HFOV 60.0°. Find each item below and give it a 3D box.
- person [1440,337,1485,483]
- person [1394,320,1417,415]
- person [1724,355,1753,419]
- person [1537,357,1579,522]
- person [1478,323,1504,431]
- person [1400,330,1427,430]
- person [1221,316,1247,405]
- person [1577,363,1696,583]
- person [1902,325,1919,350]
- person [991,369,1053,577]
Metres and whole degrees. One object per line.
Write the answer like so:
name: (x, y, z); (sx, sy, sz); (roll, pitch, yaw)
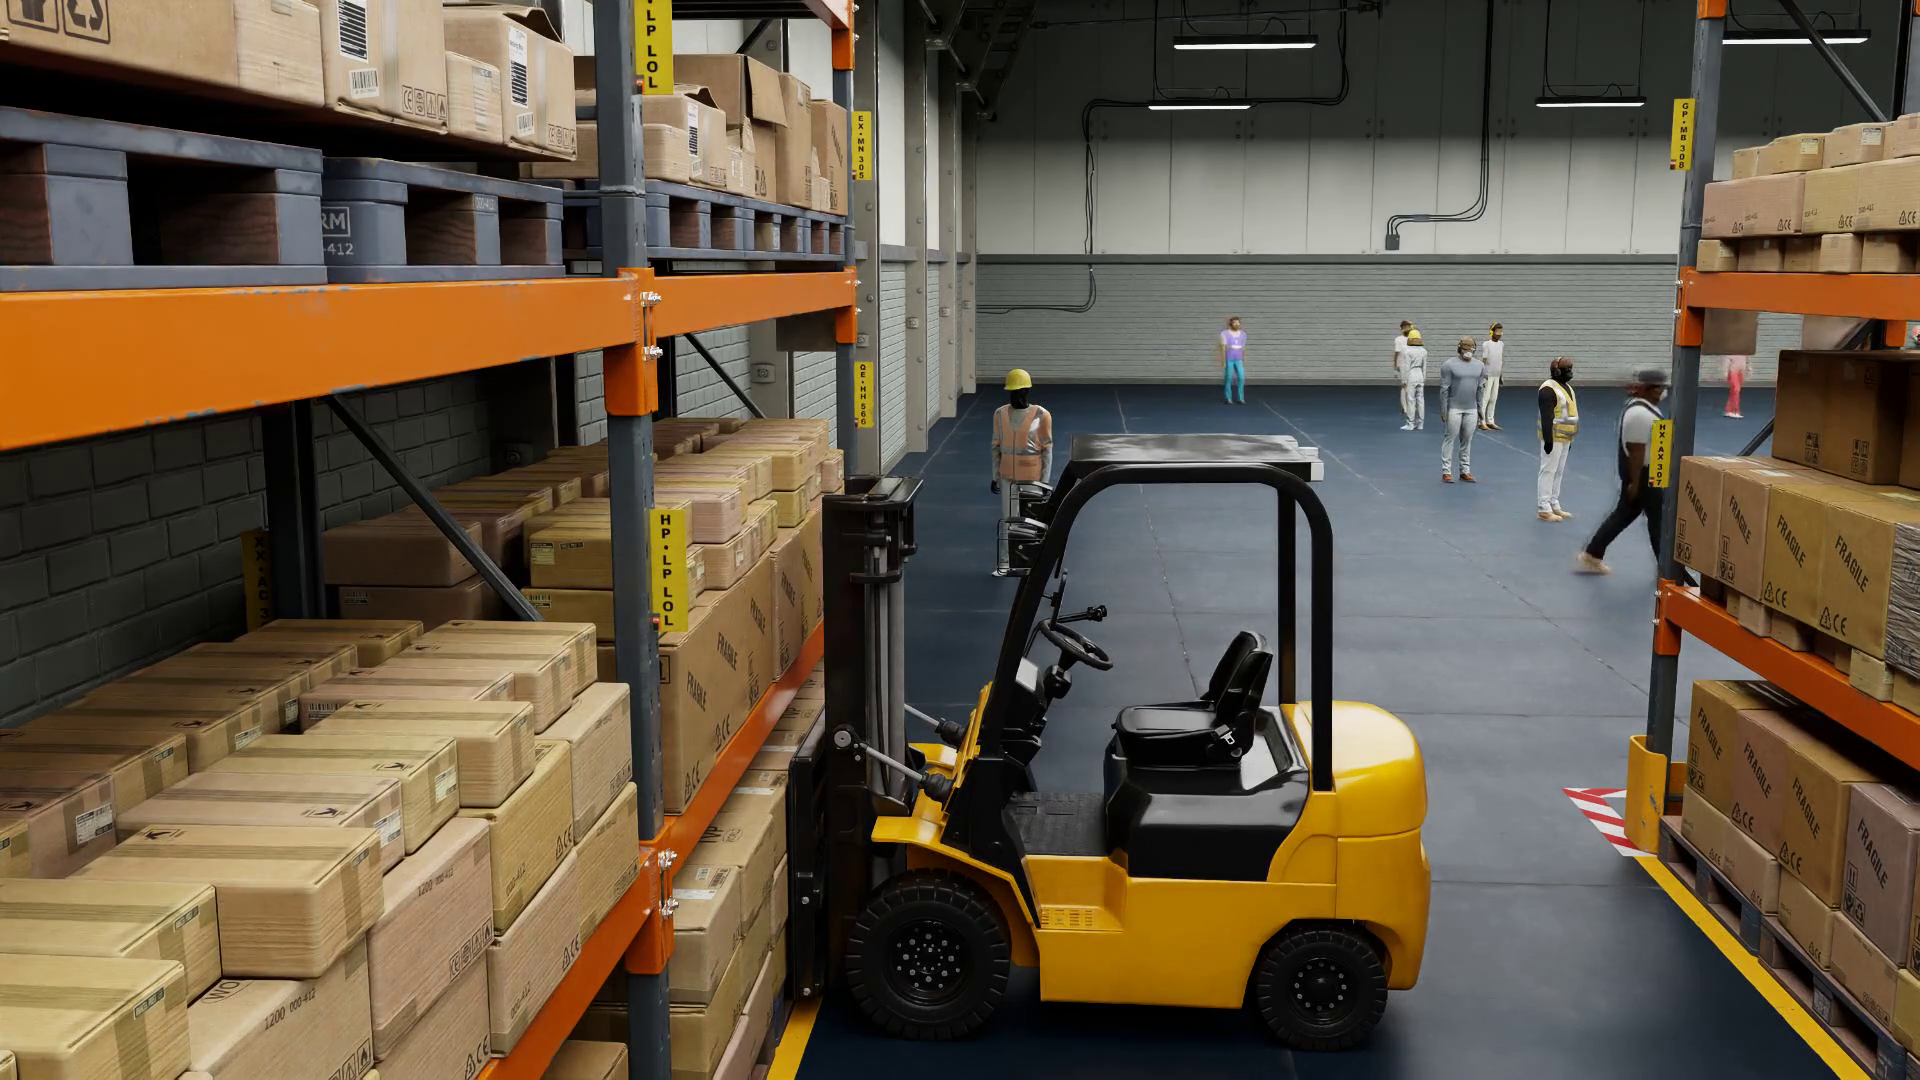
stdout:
person: (6.633, -1.716, 21.967); (0.627, 1.934, 0.371); (-2, 10, -12)
person: (8.560, -3.298, 31.878); (0.515, 1.820, 0.637); (0, 9, 0)
person: (14.621, -3.133, 31.132); (0.541, 1.735, 0.735); (-4, 10, -21)
person: (6.730, -1.135, 18.725); (0.429, 1.844, 0.623); (8, 12, 38)
person: (9.283, -2.838, 28.975); (0.530, 1.864, 0.313); (-6, 11, -33)
person: (7.928, -2.797, 29.095); (0.492, 1.740, 0.325); (-5, 11, -27)
person: (5.654, -3.676, 34.184); (0.576, 1.820, 0.728); (-2, 10, -14)
person: (6.202, -0.649, 15.176); (0.989, 2.000, 0.677); (3, 10, 18)
person: (14.510, -2.268, 25.201); (0.662, 1.964, 0.627); (1, 9, 4)
person: (0.546, -0.600, 15.218); (0.596, 1.925, 0.372); (5, 10, 26)
